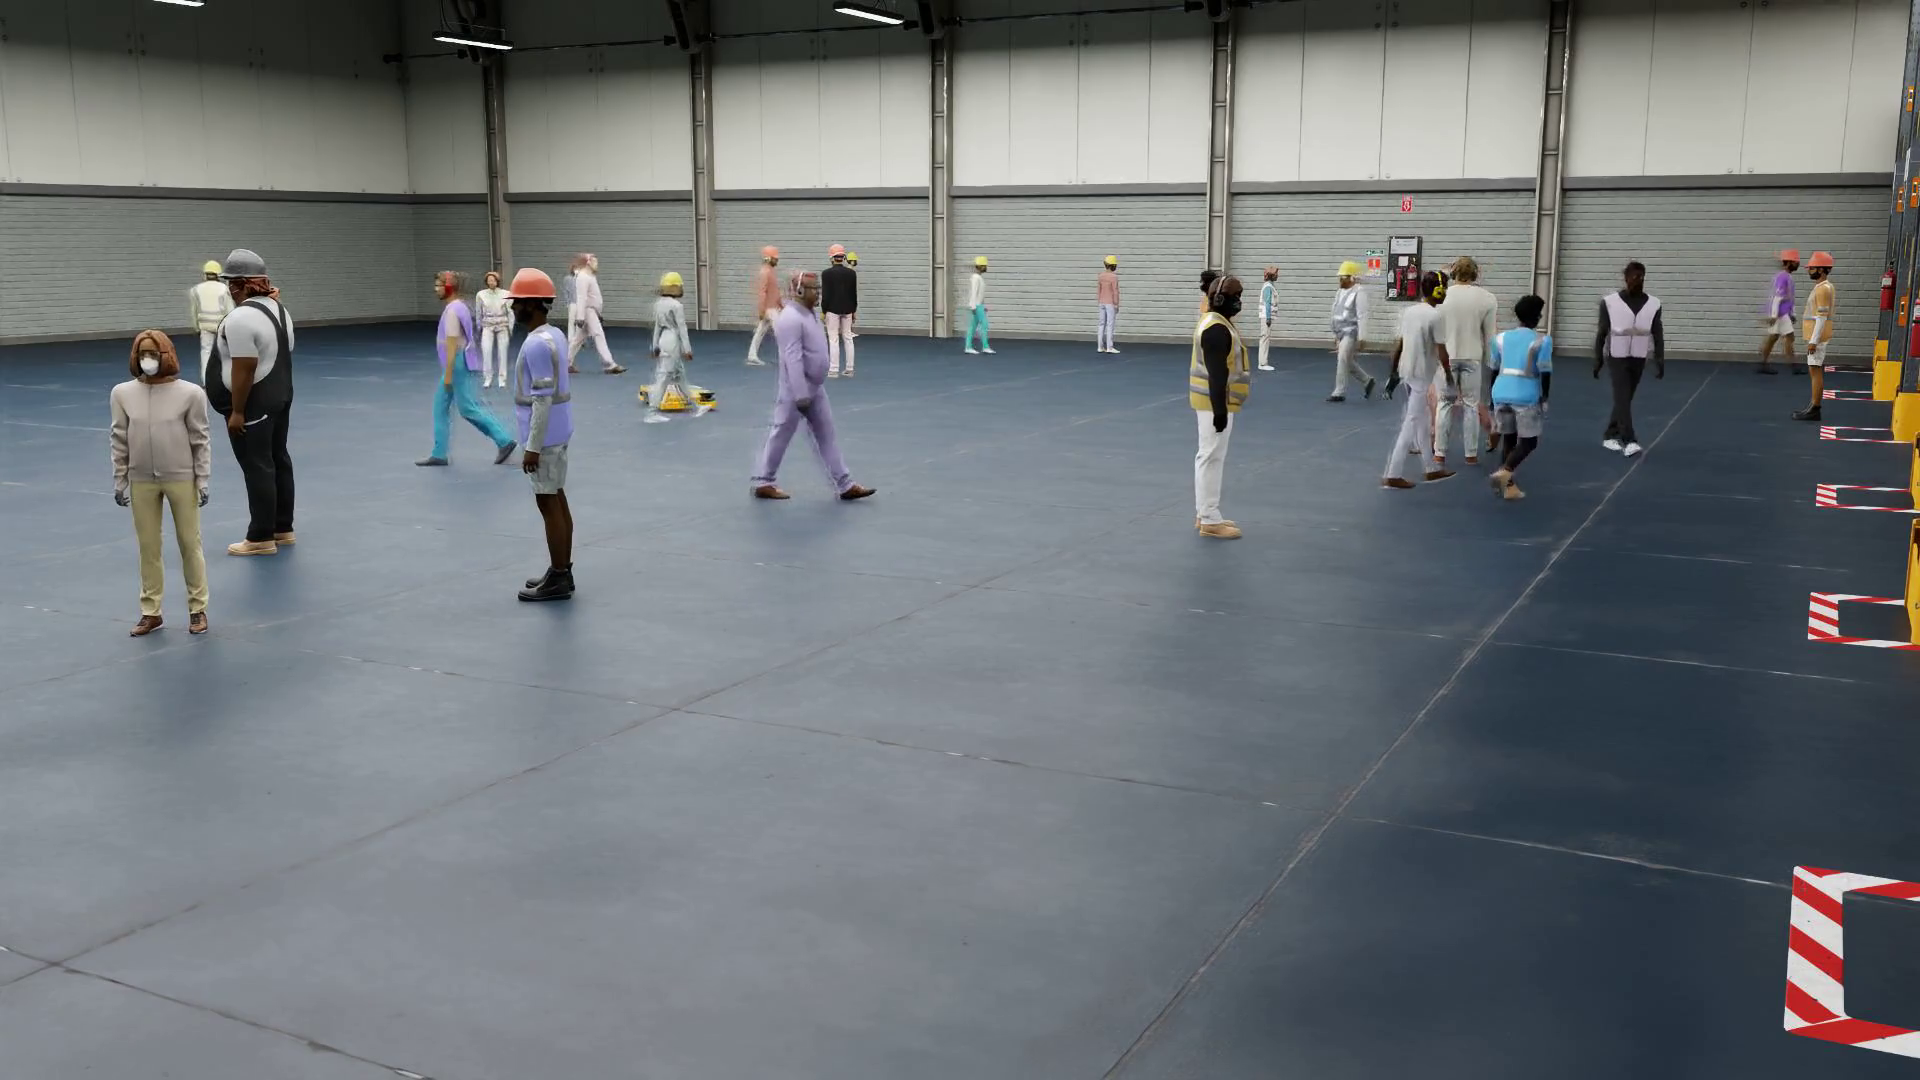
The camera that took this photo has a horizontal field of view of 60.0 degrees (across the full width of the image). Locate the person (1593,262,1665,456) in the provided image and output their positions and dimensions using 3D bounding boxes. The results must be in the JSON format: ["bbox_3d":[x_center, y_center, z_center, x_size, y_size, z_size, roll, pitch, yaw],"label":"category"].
[{"bbox_3d":[6.547,-1.766,16.237,0.613,1.863,0.996,0,10,-2],"label":"person"}]

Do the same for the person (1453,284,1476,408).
[{"bbox_3d":[6.098,-2.527,20.524,0.742,1.819,0.514,-1,10,-6],"label":"person"}]

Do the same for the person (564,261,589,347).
[{"bbox_3d":[-7.296,-4.489,31.724,0.498,1.633,0.283,-7,13,-34],"label":"person"}]

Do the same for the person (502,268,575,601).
[{"bbox_3d":[-2.455,-0.609,9.728,0.362,1.939,0.543,0,10,-3],"label":"person"}]

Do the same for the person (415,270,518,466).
[{"bbox_3d":[-4.583,-1.580,15.357,0.885,1.813,0.575,-3,11,-16],"label":"person"}]

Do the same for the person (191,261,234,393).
[{"bbox_3d":[-10.204,-2.927,22.813,0.611,1.774,0.977,-1,10,-3],"label":"person"}]

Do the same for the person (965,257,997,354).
[{"bbox_3d":[0.414,-4.191,29.781,0.730,1.737,0.546,2,11,9],"label":"person"}]

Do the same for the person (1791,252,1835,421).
[{"bbox_3d":[9.861,-2.342,19.186,0.354,1.939,0.544,5,12,26],"label":"person"}]

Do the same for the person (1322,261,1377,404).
[{"bbox_3d":[5.007,-2.641,21.166,0.759,1.814,0.604,-3,11,-15],"label":"person"}]

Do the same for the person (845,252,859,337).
[{"bbox_3d":[-2.280,-5.152,34.978,0.331,1.768,0.526,2,11,10],"label":"person"}]

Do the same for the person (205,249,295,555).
[{"bbox_3d":[-4.779,-0.926,11.182,0.538,2.000,0.684,0,10,1],"label":"person"}]

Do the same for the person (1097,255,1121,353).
[{"bbox_3d":[2.706,-4.259,30.130,0.356,1.767,0.546,-7,12,-32],"label":"person"}]

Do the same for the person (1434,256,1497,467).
[{"bbox_3d":[4.612,-1.642,15.362,0.635,1.939,0.366,2,11,12],"label":"person"}]

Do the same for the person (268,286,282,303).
[{"bbox_3d":[-6.920,-1.721,16.662,0.322,1.627,0.530,-4,11,-18],"label":"person"}]

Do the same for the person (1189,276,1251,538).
[{"bbox_3d":[1.847,-0.946,11.847,0.430,1.841,0.624,1,10,6],"label":"person"}]

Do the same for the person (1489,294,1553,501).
[{"bbox_3d":[4.385,-1.106,13.163,0.556,1.671,0.551,-9,14,-40],"label":"person"}]

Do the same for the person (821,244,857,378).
[{"bbox_3d":[-1.833,-3.442,25.025,0.622,1.992,0.394,-7,13,-35],"label":"person"}]

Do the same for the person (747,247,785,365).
[{"bbox_3d":[-3.043,-3.809,27.176,1.025,1.937,0.609,0,10,1],"label":"person"}]

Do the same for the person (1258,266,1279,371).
[{"bbox_3d":[4.880,-3.501,26.318,0.312,1.639,0.518,2,11,12],"label":"person"}]

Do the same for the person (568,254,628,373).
[{"bbox_3d":[-5.722,-3.487,25.674,1.039,1.851,0.661,-2,11,-8],"label":"person"}]

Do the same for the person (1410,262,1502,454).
[{"bbox_3d":[4.870,-1.758,16.181,0.859,1.876,0.646,-3,11,-17],"label":"person"}]

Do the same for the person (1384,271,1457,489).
[{"bbox_3d":[3.961,-1.345,14.066,0.902,1.817,0.563,-4,11,-20],"label":"person"}]

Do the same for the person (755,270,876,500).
[{"bbox_3d":[-1.222,-1.220,13.305,1.021,1.846,0.658,3,11,17],"label":"person"}]

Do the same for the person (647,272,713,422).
[{"bbox_3d":[-3.233,-2.207,19.073,0.901,1.693,0.504,-7,13,-34],"label":"person"}]

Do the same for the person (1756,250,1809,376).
[{"bbox_3d":[12.634,-3.446,25.296,0.907,1.896,0.594,7,12,32],"label":"person"}]

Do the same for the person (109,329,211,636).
[{"bbox_3d":[-4.260,-0.303,8.888,0.500,1.636,0.284,-2,11,-9],"label":"person"}]

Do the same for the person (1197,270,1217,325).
[{"bbox_3d":[3.093,-2.559,21.032,0.435,1.682,0.552,3,11,14],"label":"person"}]

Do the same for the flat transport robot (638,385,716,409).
[{"bbox_3d":[-3.550,-1.801,20.784,0.652,0.197,1.431,-4,11,-22],"label":"flat transport robot"}]

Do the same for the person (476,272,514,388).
[{"bbox_3d":[-6.501,-2.928,23.265,0.519,1.619,0.622,-2,11,-11],"label":"person"}]
